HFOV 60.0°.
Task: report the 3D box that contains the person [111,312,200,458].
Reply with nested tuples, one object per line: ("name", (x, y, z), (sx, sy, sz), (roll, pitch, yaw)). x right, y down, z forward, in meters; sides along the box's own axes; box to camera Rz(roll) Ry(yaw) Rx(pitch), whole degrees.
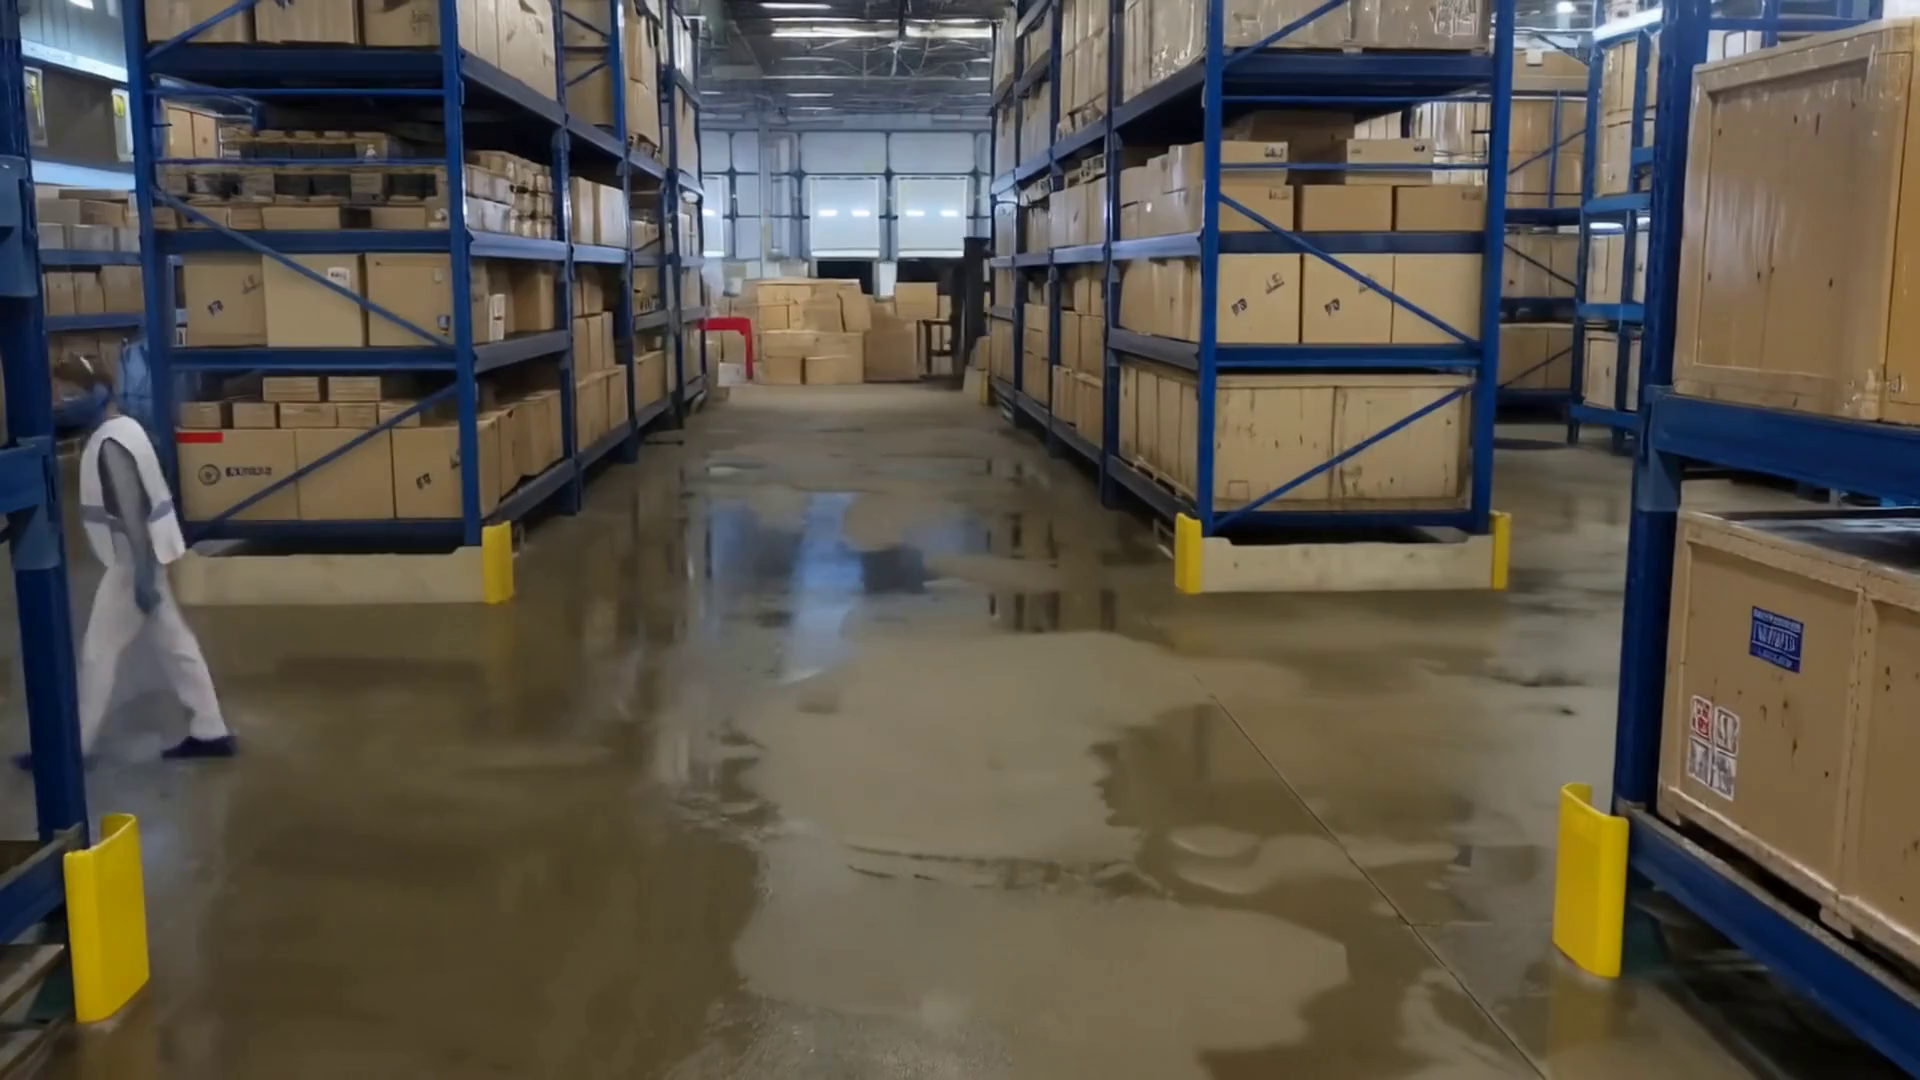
("person", (-6.512, -0.926, 13.454), (0.630, 1.826, 0.500), (-2, 9, -10))

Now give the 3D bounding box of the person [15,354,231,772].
("person", (-3.601, 0.107, 7.057), (0.888, 1.781, 0.670), (-4, 10, -24))

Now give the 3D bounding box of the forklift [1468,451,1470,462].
("forklift", (4.610, -2.207, 18.189), (1.873, 2.768, 1.129), (4, 10, 22))

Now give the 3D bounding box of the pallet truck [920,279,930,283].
("pallet truck", (-0.932, -8.922, 63.114), (1.885, 1.965, 0.823), (2, 9, 13))

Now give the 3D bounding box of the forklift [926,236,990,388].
("forklift", (0.265, -4.273, 31.162), (1.873, 2.768, 1.129), (-1, 9, -5))
